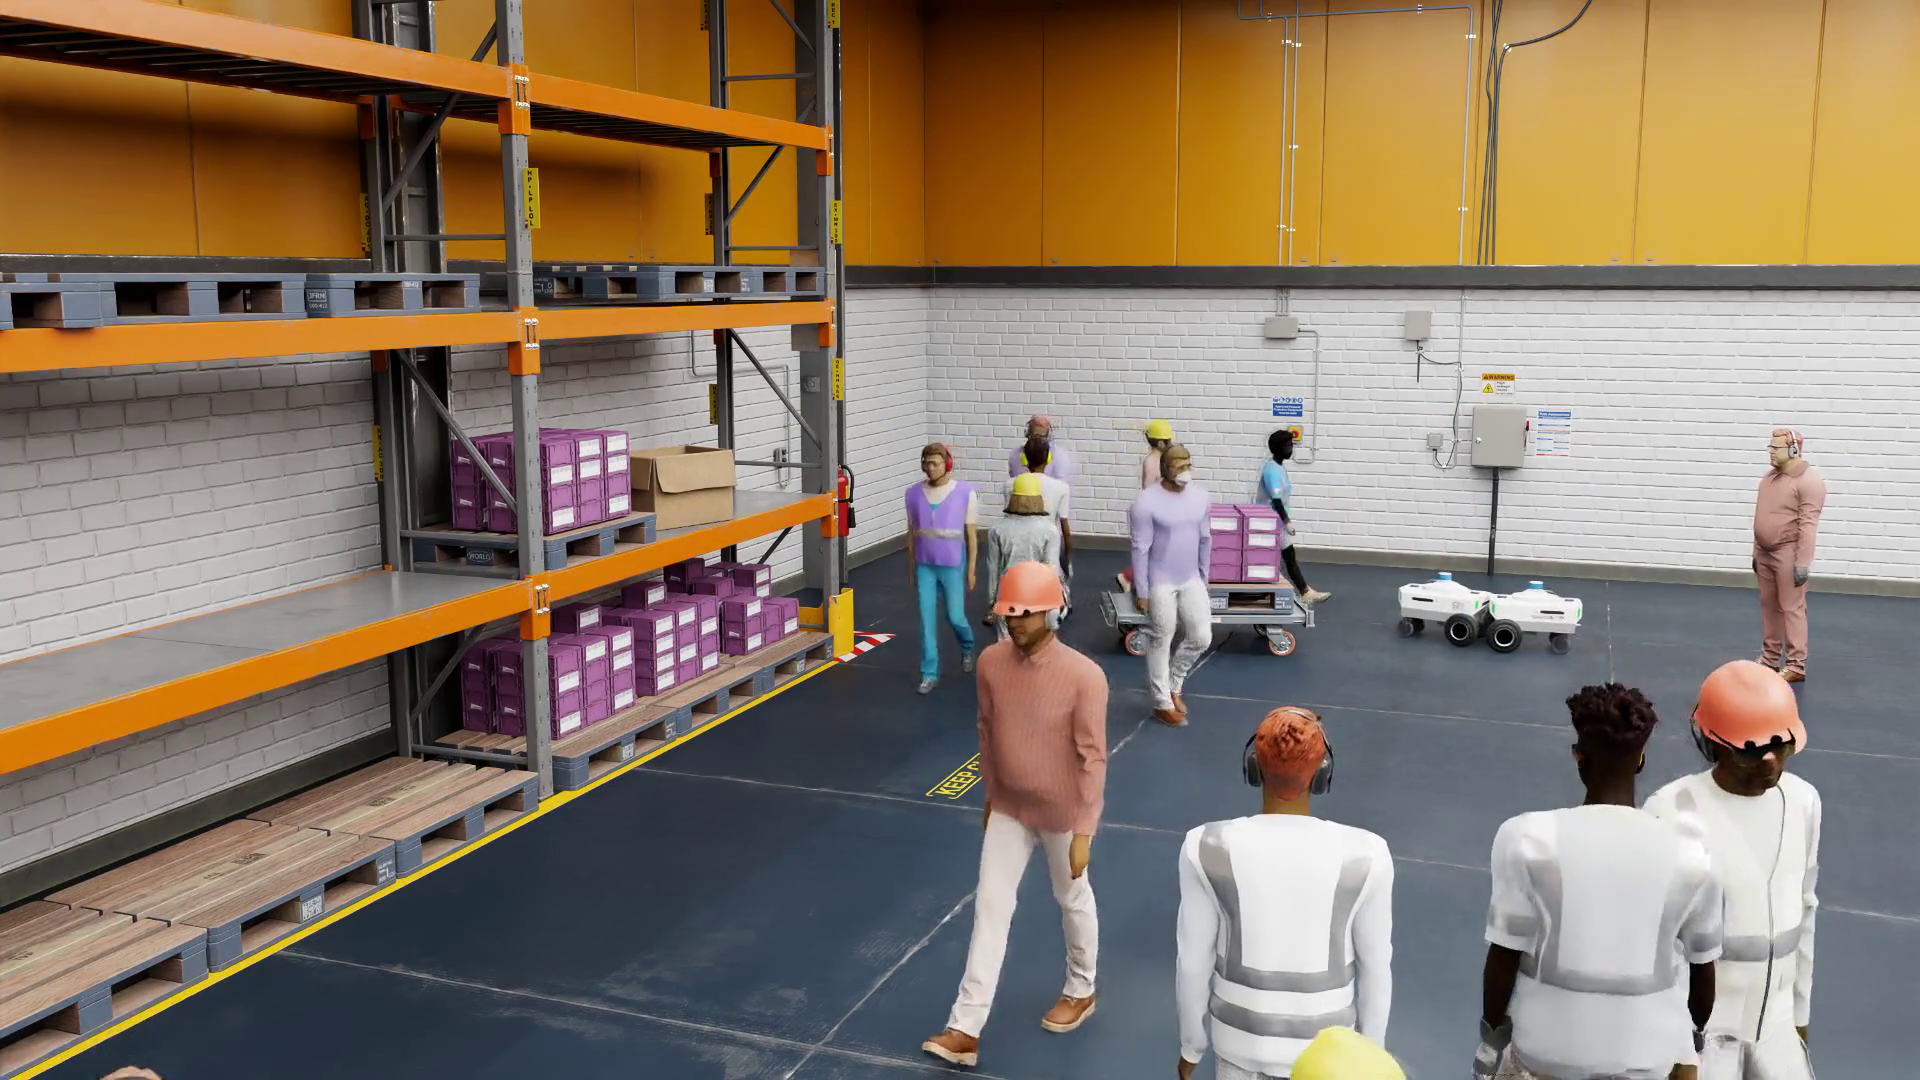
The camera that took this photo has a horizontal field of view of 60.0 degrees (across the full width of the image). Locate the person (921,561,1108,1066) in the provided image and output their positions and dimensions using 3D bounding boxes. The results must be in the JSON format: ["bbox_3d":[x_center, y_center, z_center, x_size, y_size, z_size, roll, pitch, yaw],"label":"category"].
[{"bbox_3d":[0.255,1.052,6.400,0.649,1.939,1.005,6,11,35],"label":"person"}]

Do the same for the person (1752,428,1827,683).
[{"bbox_3d":[6.150,0.113,12.454,0.403,1.904,0.669,-1,9,-7],"label":"person"}]

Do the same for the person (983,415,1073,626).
[{"bbox_3d":[0.663,-0.164,14.420,0.665,1.861,0.951,7,11,36],"label":"person"}]

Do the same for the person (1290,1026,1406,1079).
[{"bbox_3d":[0.684,1.711,2.885,0.544,1.752,0.639,-4,10,-23],"label":"person"}]

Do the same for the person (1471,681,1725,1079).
[{"bbox_3d":[1.737,1.346,4.542,0.638,1.949,0.429,2,9,13],"label":"person"}]

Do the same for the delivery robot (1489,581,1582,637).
[{"bbox_3d":[4.653,0.577,13.452,0.707,0.478,0.477,3,9,16],"label":"delivery robot"}]

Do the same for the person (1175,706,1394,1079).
[{"bbox_3d":[0.875,1.381,4.539,0.575,1.882,0.359,2,9,10],"label":"person"}]

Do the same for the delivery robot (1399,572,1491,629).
[{"bbox_3d":[4.029,0.514,13.846,0.707,0.478,0.477,7,11,36],"label":"delivery robot"}]

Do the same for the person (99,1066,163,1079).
[{"bbox_3d":[-1.518,1.747,3.093,0.524,1.593,0.789,-4,10,-25],"label":"person"}]

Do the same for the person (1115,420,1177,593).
[{"bbox_3d":[1.720,-0.223,15.023,0.583,1.745,0.534,4,10,21],"label":"person"}]

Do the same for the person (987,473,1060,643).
[{"bbox_3d":[0.431,0.400,11.240,0.495,1.714,0.783,1,9,6],"label":"person"}]

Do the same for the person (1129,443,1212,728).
[{"bbox_3d":[1.433,0.307,11.139,0.656,1.925,0.438,-5,10,-26],"label":"person"}]

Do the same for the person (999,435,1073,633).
[{"bbox_3d":[0.572,0.149,12.367,0.559,1.848,0.442,0,9,2],"label":"person"}]

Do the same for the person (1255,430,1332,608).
[{"bbox_3d":[2.881,-0.167,14.972,0.906,1.641,0.538,4,10,23],"label":"person"}]

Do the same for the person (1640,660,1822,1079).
[{"bbox_3d":[2.130,1.306,4.596,0.616,2.015,0.426,-3,9,-17],"label":"person"}]

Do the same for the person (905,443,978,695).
[{"bbox_3d":[-0.126,0.188,12.193,0.581,1.830,0.646,3,10,19],"label":"person"}]
